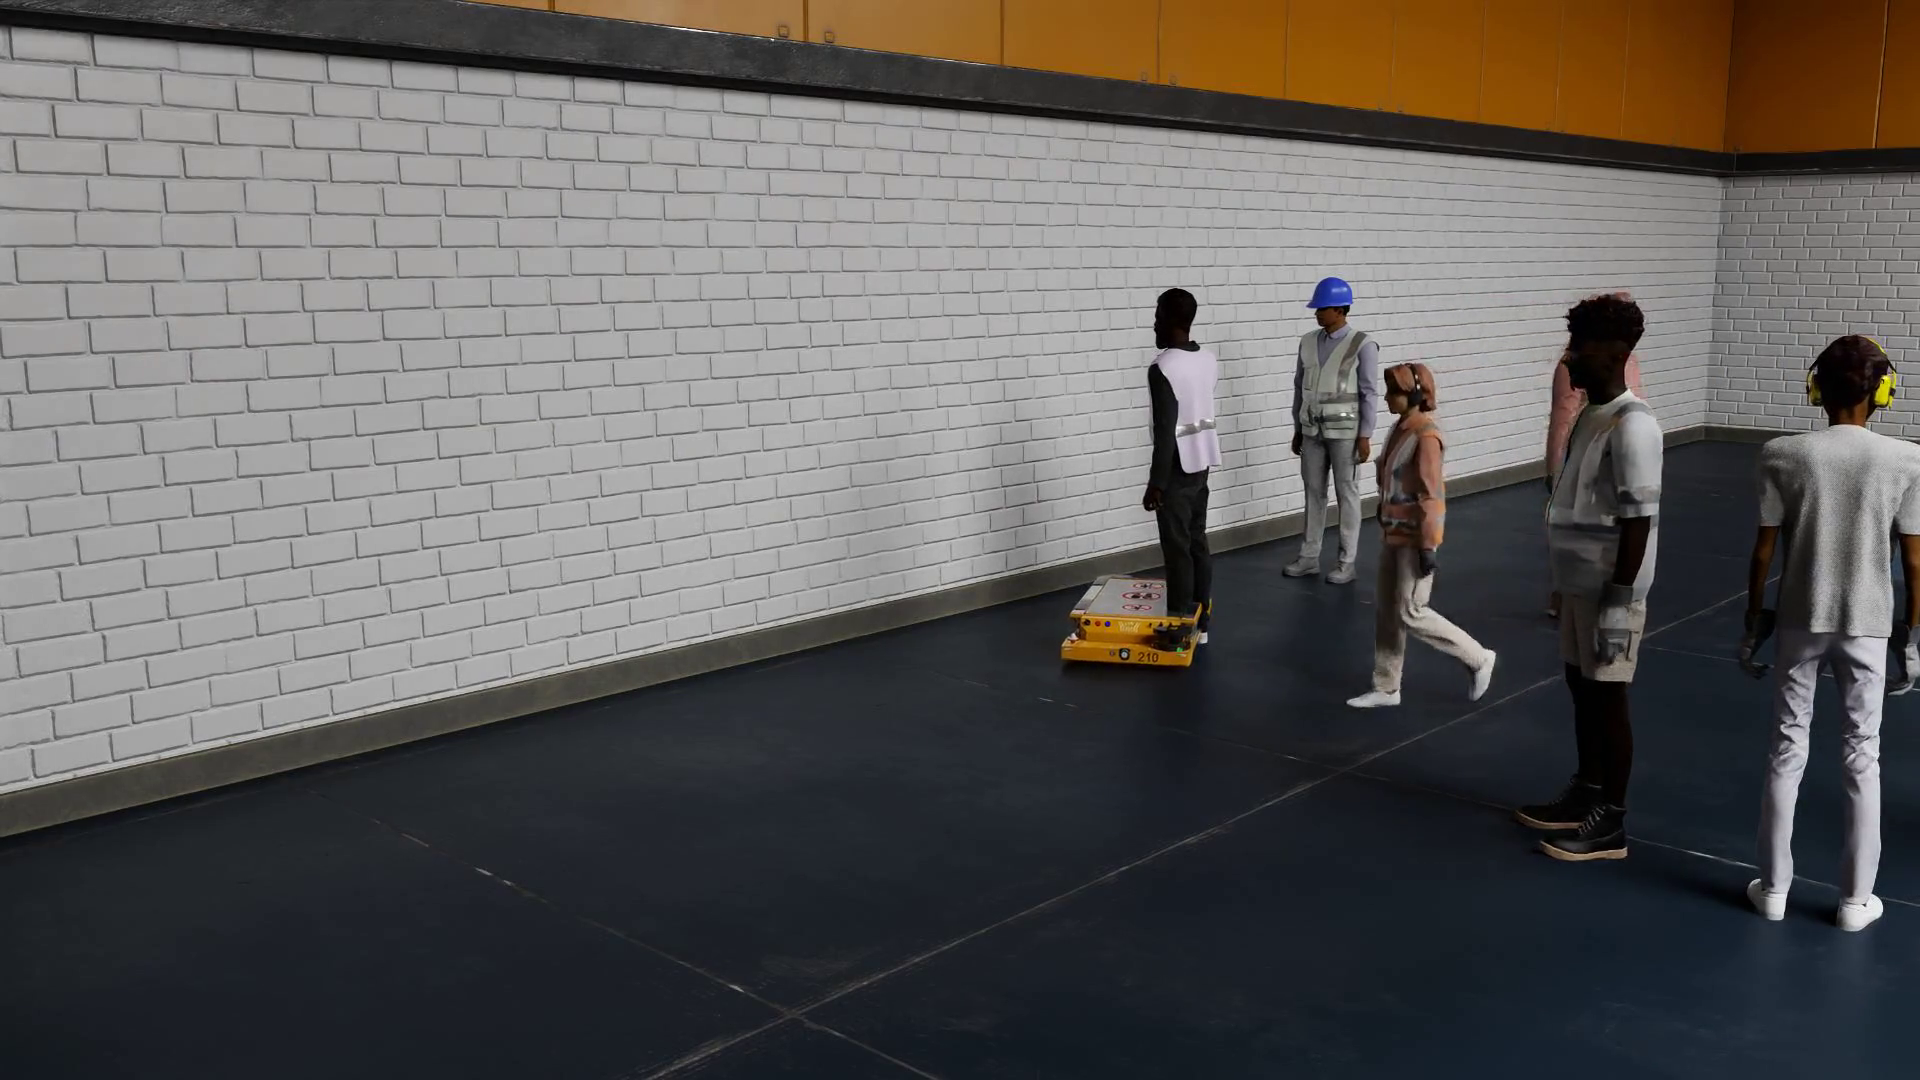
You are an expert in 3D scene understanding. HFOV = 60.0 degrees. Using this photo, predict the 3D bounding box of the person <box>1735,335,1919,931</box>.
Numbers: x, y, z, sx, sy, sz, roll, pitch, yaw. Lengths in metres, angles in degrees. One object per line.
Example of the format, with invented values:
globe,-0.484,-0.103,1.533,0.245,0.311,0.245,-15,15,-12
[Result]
person,2.726,0.293,5.218,0.518,1.865,0.328,5,11,28

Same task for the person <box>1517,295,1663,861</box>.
person,2.227,0.136,5.814,0.363,1.963,0.657,1,10,5

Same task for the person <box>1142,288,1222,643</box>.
person,1.163,-0.359,8.771,0.398,1.920,0.590,7,12,33

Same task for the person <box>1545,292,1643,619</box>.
person,3.605,-0.415,9.185,0.659,1.878,0.793,-9,13,-42

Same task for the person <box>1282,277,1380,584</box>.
person,2.373,-0.696,10.626,0.402,1.943,0.605,-8,13,-40

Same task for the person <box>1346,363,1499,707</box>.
person,2.127,0.000,7.589,0.584,1.623,0.517,0,10,-2

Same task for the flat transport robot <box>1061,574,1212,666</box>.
flat transport robot,0.990,0.414,9.060,0.652,0.197,1.431,2,10,13
